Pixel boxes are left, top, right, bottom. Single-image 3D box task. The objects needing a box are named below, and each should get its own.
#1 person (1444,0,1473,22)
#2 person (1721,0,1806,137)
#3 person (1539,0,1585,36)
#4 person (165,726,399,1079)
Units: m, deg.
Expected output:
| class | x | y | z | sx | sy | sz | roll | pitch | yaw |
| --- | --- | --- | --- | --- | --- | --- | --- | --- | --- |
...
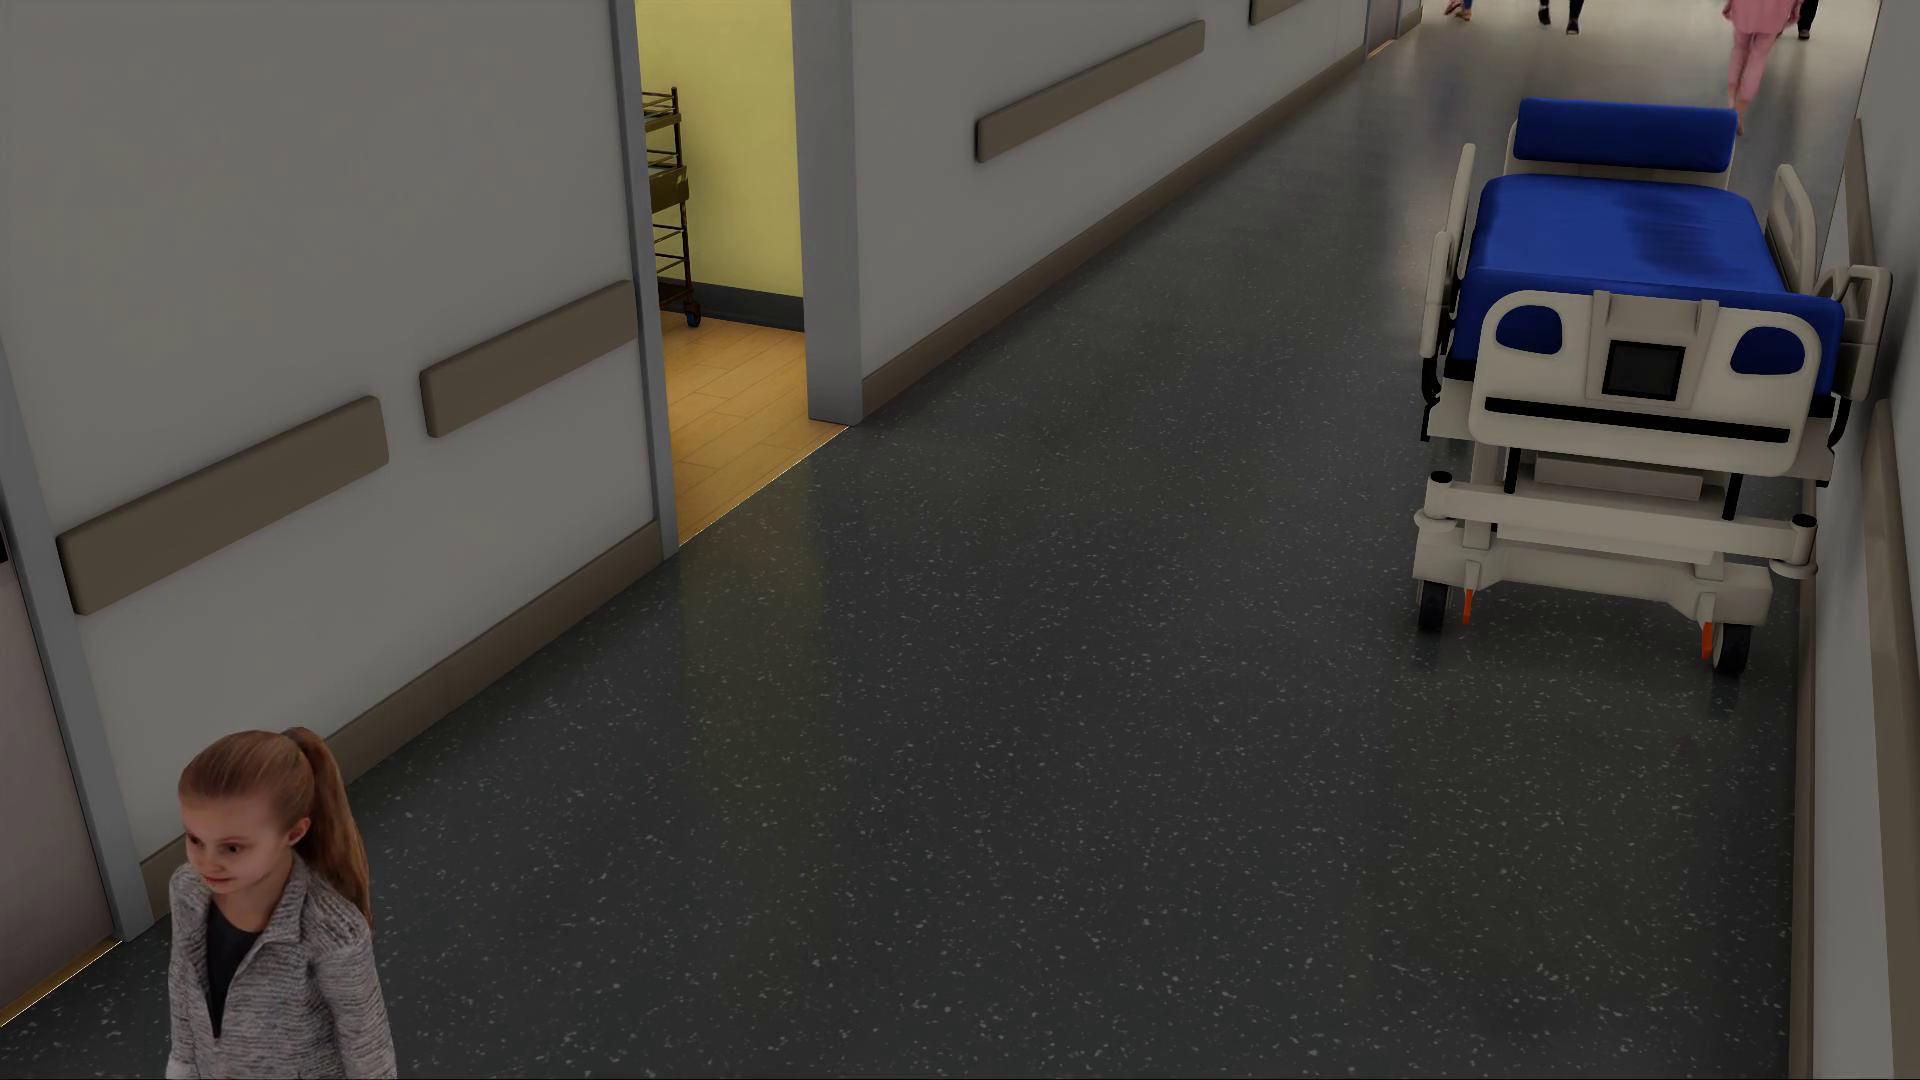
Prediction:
| class | x | y | z | sx | sy | sz | roll | pitch | yaw |
| --- | --- | --- | --- | --- | --- | --- | --- | --- | --- |
| person | 4.797 | -5.780 | 15.884 | 0.746 | 1.596 | 0.808 | -5 | 26 | -11 |
| person | 5.323 | -3.569 | 11.084 | 0.601 | 1.782 | 0.748 | 17 | 31 | 31 |
| person | 5.533 | -5.555 | 15.208 | 1.244 | 1.778 | 0.903 | 4 | 26 | 9 |
| person | -0.979 | 0.819 | 2.585 | 0.808 | 1.254 | 0.610 | 15 | 29 | 28 |
